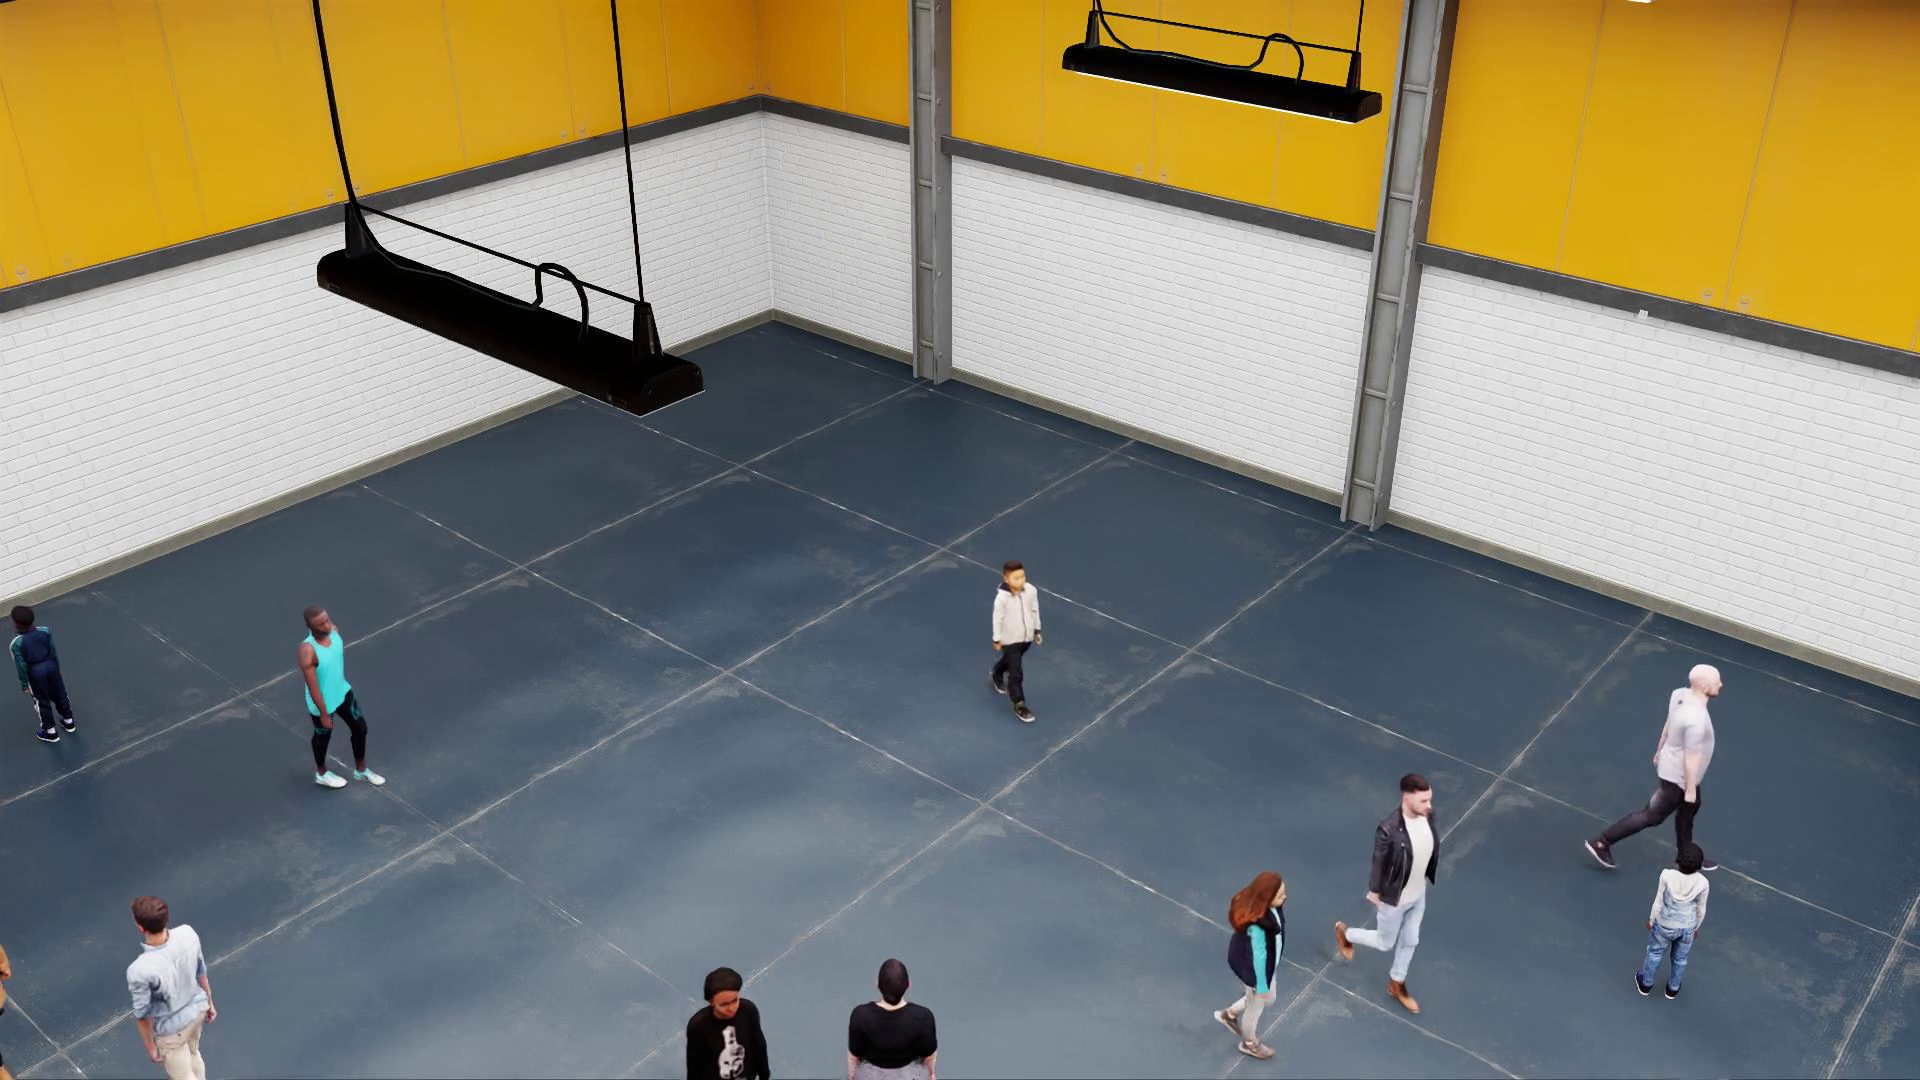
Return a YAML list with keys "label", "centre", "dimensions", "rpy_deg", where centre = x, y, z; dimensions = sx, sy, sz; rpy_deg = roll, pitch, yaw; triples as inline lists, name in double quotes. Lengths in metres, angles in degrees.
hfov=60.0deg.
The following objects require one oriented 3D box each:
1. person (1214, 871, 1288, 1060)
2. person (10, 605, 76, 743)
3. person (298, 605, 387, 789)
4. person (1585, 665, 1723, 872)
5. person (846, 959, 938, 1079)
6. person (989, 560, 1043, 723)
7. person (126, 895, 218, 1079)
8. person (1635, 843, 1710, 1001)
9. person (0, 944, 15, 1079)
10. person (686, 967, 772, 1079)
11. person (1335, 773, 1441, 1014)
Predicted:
- label: "person"
  centre: [1.842, 2.704, 10.634]
  dimensions: [0.738, 1.489, 0.669]
  rpy_deg: [10, 30, 18]
- label: "person"
  centre: [-7.654, 1.093, 13.830]
  dimensions: [0.507, 1.257, 0.531]
  rpy_deg: [15, 32, 26]
- label: "person"
  centre: [-5.020, 1.226, 13.051]
  dimensions: [0.906, 1.769, 0.792]
  rpy_deg: [8, 30, 15]
- label: "person"
  centre: [5.148, 1.695, 12.161]
  dimensions: [1.317, 1.798, 1.069]
  rpy_deg: [7, 29, 12]
- label: "person"
  centre: [-0.402, 3.173, 9.504]
  dimensions: [0.823, 1.748, 0.894]
  rpy_deg: [0, 29, 1]
- label: "person"
  centre: [0.435, 0.786, 14.199]
  dimensions: [0.692, 1.442, 0.986]
  rpy_deg: [-22, 36, -35]
- label: "person"
  centre: [-4.592, 2.903, 9.918]
  dimensions: [1.169, 1.825, 0.843]
  rpy_deg: [12, 31, 22]
- label: "person"
  centre: [4.795, 2.549, 11.157]
  dimensions: [0.521, 1.261, 0.609]
  rpy_deg: [9, 30, 16]
- label: "person"
  centre: [-6.287, 2.700, 10.421]
  dimensions: [0.983, 1.700, 0.705]
  rpy_deg: [20, 35, 32]
- label: "person"
  centre: [-1.380, 3.105, 9.752]
  dimensions: [0.884, 1.630, 1.164]
  rpy_deg: [-14, 32, -24]
- label: "person"
  centre: [2.877, 2.286, 11.056]
  dimensions: [0.822, 1.818, 1.035]
  rpy_deg: [-18, 33, -30]
